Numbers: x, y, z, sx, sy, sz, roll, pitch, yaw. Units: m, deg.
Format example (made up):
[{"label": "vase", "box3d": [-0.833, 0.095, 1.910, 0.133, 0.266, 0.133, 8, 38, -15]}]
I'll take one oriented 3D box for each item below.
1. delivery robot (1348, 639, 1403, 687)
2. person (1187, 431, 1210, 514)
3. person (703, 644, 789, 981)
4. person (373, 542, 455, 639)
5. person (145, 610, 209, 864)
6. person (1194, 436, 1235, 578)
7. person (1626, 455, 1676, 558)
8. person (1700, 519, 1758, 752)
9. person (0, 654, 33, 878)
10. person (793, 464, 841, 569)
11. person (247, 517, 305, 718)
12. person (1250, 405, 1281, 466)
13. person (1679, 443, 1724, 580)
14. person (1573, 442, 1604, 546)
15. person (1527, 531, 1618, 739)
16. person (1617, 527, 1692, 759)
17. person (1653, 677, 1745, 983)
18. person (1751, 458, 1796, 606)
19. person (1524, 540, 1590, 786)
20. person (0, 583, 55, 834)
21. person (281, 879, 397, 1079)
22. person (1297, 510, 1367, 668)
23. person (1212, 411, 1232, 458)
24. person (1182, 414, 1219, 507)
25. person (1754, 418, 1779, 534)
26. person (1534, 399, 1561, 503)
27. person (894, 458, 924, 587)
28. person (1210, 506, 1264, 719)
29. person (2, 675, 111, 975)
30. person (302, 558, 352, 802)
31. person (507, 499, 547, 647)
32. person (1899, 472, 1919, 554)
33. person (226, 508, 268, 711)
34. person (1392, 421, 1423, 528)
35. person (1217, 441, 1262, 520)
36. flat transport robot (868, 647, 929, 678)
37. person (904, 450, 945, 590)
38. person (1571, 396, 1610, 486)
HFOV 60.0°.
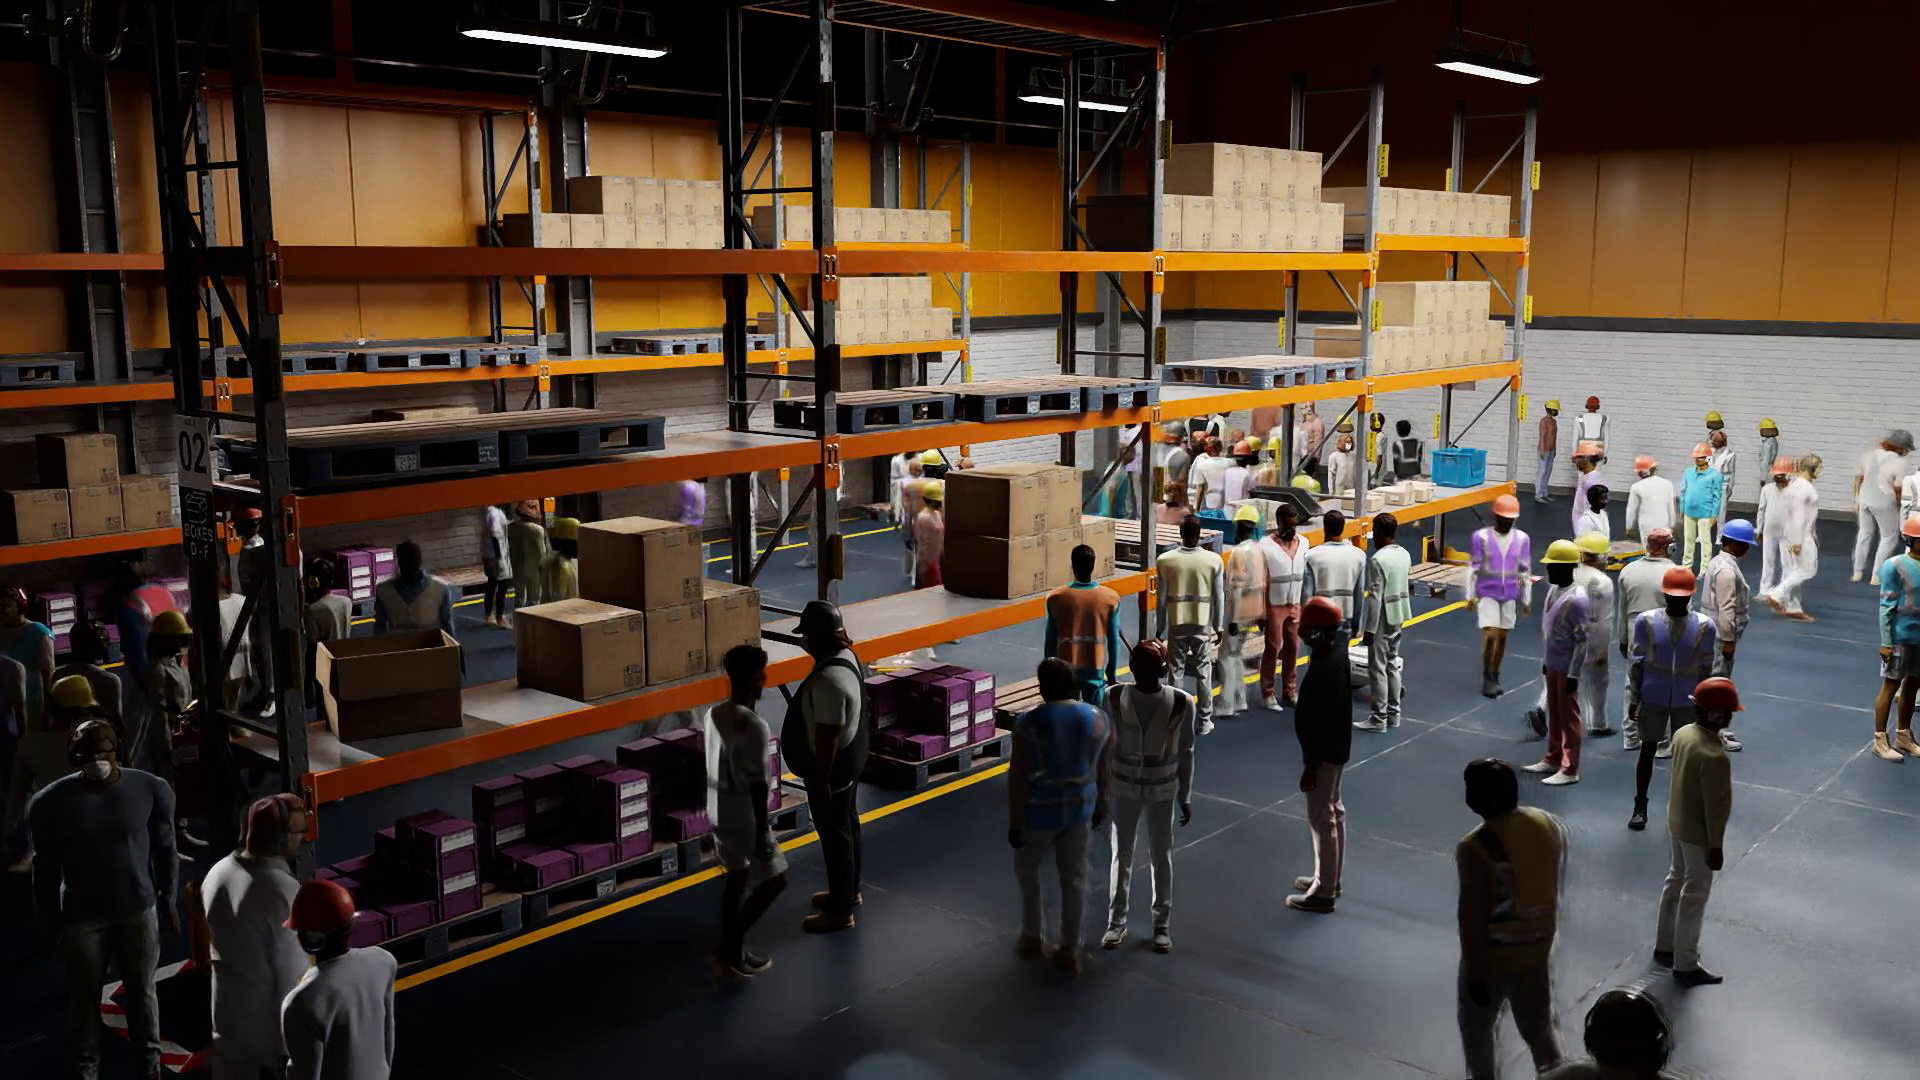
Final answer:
[{"label": "delivery robot", "box3d": [3.758, 1.162, 15.493, 0.477, 0.478, 0.707, -8, 13, -40]}, {"label": "person", "box3d": [3.112, -0.481, 21.629, 0.355, 1.883, 0.573, 2, 10, 13]}, {"label": "person", "box3d": [-1.208, 1.547, 9.347, 0.406, 1.946, 0.659, -7, 12, -35]}, {"label": "person", "box3d": [-4.377, 0.924, 13.328, 0.602, 1.852, 1.066, 0, 10, -2]}, {"label": "person", "box3d": [-5.328, 1.327, 11.288, 0.342, 1.736, 0.486, -1, 10, -7]}, {"label": "person", "box3d": [3.267, -0.411, 21.326, 0.571, 1.840, 0.373, -4, 11, -25]}, {"label": "person", "box3d": [8.439, -0.191, 20.442, 0.599, 1.699, 0.799, -2, 10, -14]}, {"label": "person", "box3d": [6.403, 0.781, 13.926, 0.400, 1.938, 0.602, 3, 10, 17]}, {"label": "person", "box3d": [-6.268, 1.387, 10.704, 0.509, 1.797, 0.920, -2, 10, -12]}, {"label": "person", "box3d": [-1.898, -0.520, 22.071, 0.662, 1.819, 0.611, 2, 10, 11]}, {"label": "person", "box3d": [-6.096, 0.671, 14.833, 0.509, 1.860, 0.334, 0, 10, 0]}, {"label": "person", "box3d": [5.321, -1.811, 29.311, 0.652, 1.960, 0.851, 8, 12, 40]}, {"label": "person", "box3d": [9.465, -0.366, 21.323, 0.330, 1.751, 0.563, -6, 11, -31]}, {"label": "person", "box3d": [7.195, -0.102, 19.050, 0.423, 1.996, 0.720, 4, 10, 23]}, {"label": "person", "box3d": [5.257, 0.818, 14.103, 0.776, 1.809, 0.604, -4, 10, -22]}, {"label": "person", "box3d": [5.732, 0.840, 13.708, 0.400, 1.901, 0.653, -6, 11, -33]}, {"label": "person", "box3d": [4.225, 1.629, 9.456, 0.351, 1.743, 0.562, 1, 10, 3]}, {"label": "person", "box3d": [9.727, -0.102, 19.753, 0.335, 1.747, 0.573, -7, 12, -35]}, {"label": "person", "box3d": [4.676, 0.950, 12.953, 0.388, 1.927, 0.589, 0, 10, -1]}, {"label": "person", "box3d": [-6.597, 1.195, 11.763, 0.565, 1.838, 0.386, 3, 10, 20]}, {"label": "person", "box3d": [-2.385, 2.140, 6.368, 0.335, 1.748, 0.572, 3, 10, 19]}, {"label": "person", "box3d": [3.268, 0.688, 14.590, 0.598, 1.905, 0.390, -3, 10, -15]}, {"label": "person", "box3d": [4.058, -1.248, 25.910, 0.407, 1.986, 0.617, 0, 10, 2]}, {"label": "person", "box3d": [3.687, -1.194, 25.456, 0.612, 2.031, 0.403, 5, 11, 28]}, {"label": "person", "box3d": [12.066, -0.959, 24.927, 0.321, 1.737, 0.483, 7, 12, 36]}, {"label": "person", "box3d": [9.951, -1.504, 28.120, 0.341, 1.758, 0.530, 9, 13, 43]}, {"label": "person", "box3d": [-0.540, -0.242, 21.022, 0.523, 1.597, 0.805, 1, 10, 7]}, {"label": "person", "box3d": [2.492, 0.655, 14.894, 0.426, 1.878, 0.671, 5, 11, 25]}, {"label": "person", "box3d": [-5.126, 1.625, 9.507, 0.712, 1.732, 0.697, -1, 10, -7]}, {"label": "person", "box3d": [-4.762, 1.052, 12.547, 0.329, 1.862, 0.513, 3, 10, 17]}, {"label": "person", "box3d": [-4.526, 0.344, 17.477, 0.503, 1.623, 0.298, 5, 11, 28]}, {"label": "person", "box3d": [11.419, -0.162, 19.642, 0.584, 1.914, 0.417, 4, 10, 24]}, {"label": "person", "box3d": [-6.394, 0.593, 15.095, 0.389, 1.926, 0.550, 0, 10, 0]}, {"label": "person", "box3d": [6.851, -1.016, 25.520, 0.542, 1.637, 0.904, -2, 10, -9]}, {"label": "person", "box3d": [3.449, -0.248, 20.157, 0.570, 1.903, 0.781, 9, 13, 43]}, {"label": "flat transport robot", "box3d": [-0.565, 1.227, 16.231, 0.652, 0.197, 1.431, -1, 10, -4]}, {"label": "person", "box3d": [-0.347, -0.072, 19.053, 0.589, 1.927, 0.387, 1, 10, 7]}, {"label": "person", "box3d": [10.300, -1.413, 27.192, 0.574, 1.882, 0.358, 2, 10, 13]}]
